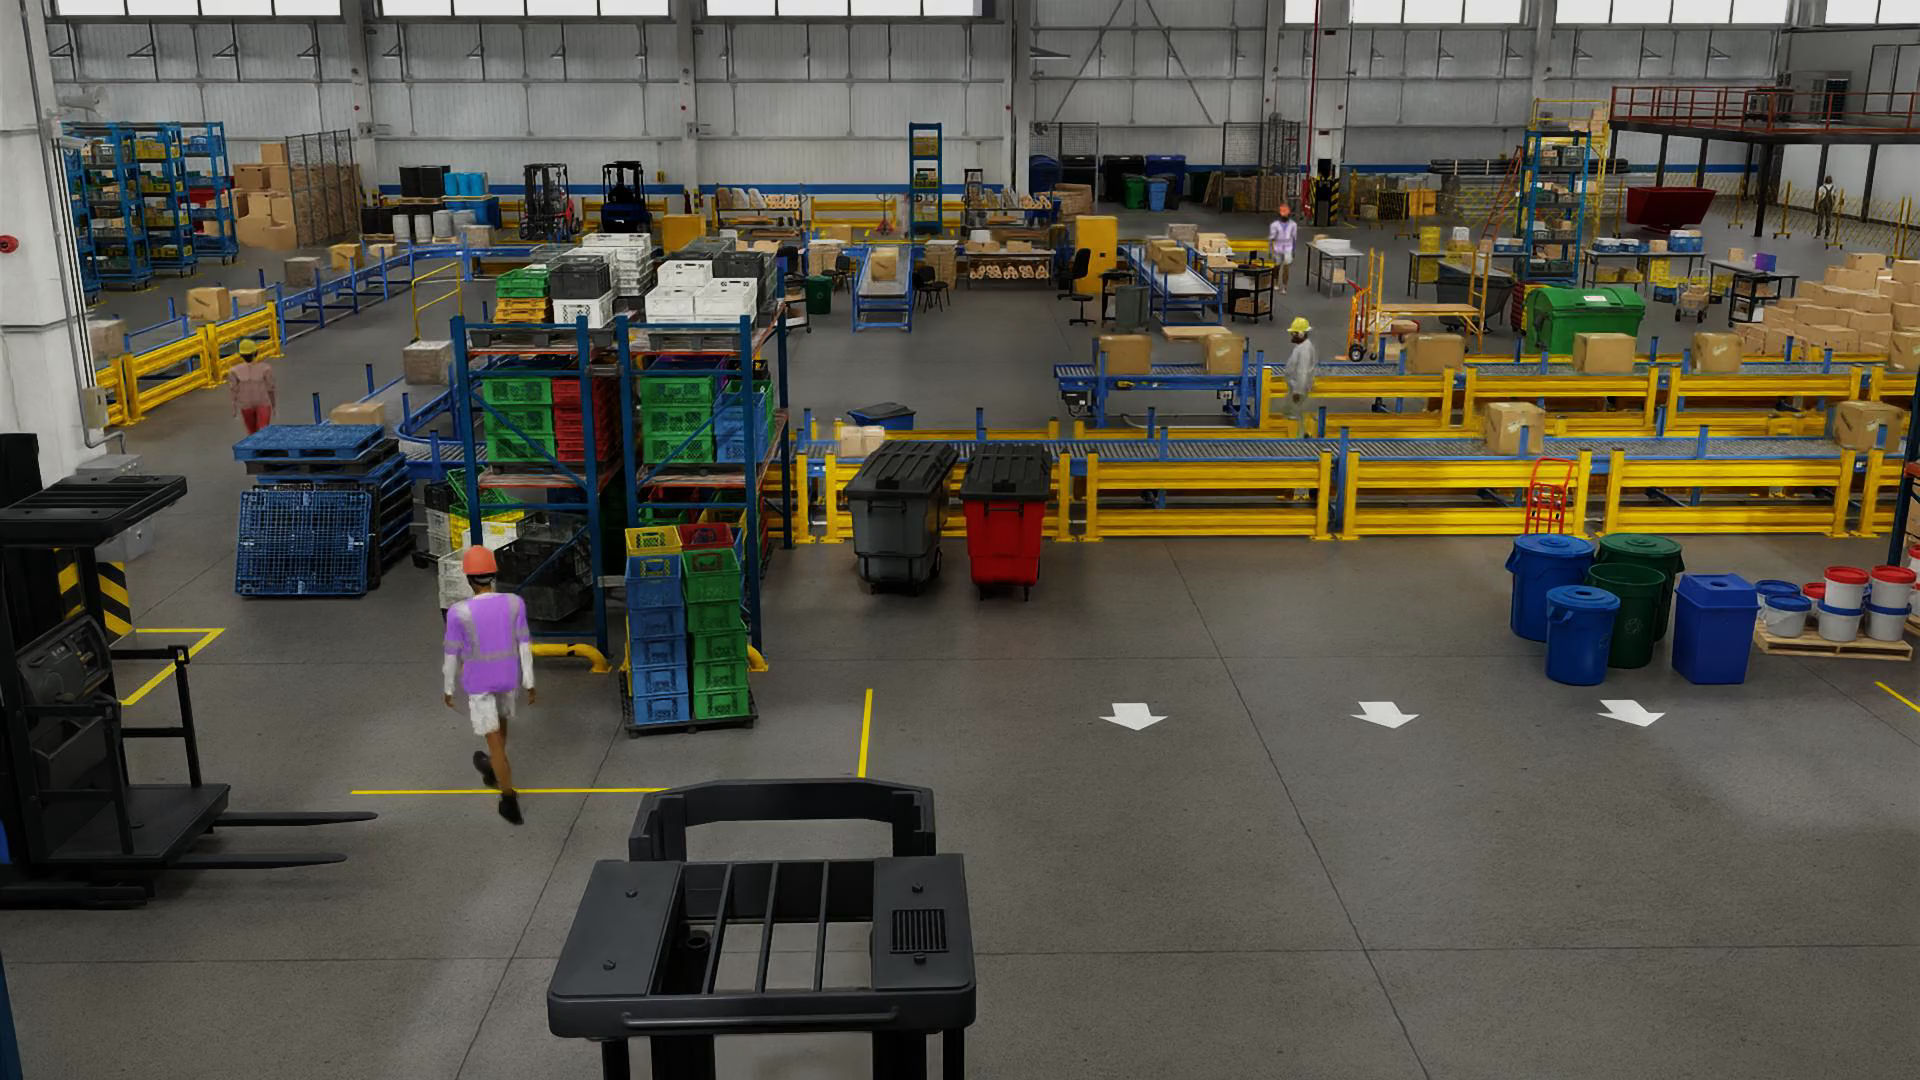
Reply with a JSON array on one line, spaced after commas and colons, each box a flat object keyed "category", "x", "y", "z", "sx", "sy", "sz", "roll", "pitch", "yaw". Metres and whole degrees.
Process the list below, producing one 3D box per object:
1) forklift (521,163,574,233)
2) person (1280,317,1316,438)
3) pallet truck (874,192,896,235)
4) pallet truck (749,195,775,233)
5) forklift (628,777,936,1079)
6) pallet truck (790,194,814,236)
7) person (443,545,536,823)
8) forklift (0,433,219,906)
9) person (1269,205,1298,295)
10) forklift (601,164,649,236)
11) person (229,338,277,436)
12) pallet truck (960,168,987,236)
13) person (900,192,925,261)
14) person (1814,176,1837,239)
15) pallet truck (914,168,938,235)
[{"category": "forklift", "x": -12.233, "y": -10.122, "z": 49.298, "sx": 1.157, "sy": 1.987, "sz": 2.680, "roll": 0, "pitch": 16, "yaw": -1}, {"category": "person", "x": 4.492, "y": -2.049, "z": 22.096, "sx": 0.423, "sy": 1.819, "sz": 0.598, "roll": 1, "pitch": 16, "yaw": 3}, {"category": "pallet truck", "x": -2.277, "y": -9.986, "z": 50.594, "sx": 0.653, "sy": 1.274, "sz": 1.630, "roll": 0, "pitch": 16, "yaw": -1}, {"category": "pallet truck", "x": -6.051, "y": -9.967, "z": 50.660, "sx": 0.680, "sy": 1.201, "sz": 1.601, "roll": 0, "pitch": 16, "yaw": -1}, {"category": "forklift", "x": -0.542, "y": 2.165, "z": 5.552, "sx": 1.129, "sy": 2.768, "sz": 1.873, "roll": -1, "pitch": 16, "yaw": -2}, {"category": "pallet truck", "x": -4.814, "y": -9.883, "z": 50.259, "sx": 0.704, "sy": 1.261, "sz": 1.522, "roll": -1, "pitch": 16, "yaw": -3}, {"category": "person", "x": -3.298, "y": 0.951, "z": 11.534, "sx": 0.572, "sy": 1.884, "sz": 0.972, "roll": -12, "pitch": 20, "yaw": -35}, {"category": "forklift", "x": -5.952, "y": 0.780, "z": 10.366, "sx": 1.873, "sy": 2.768, "sz": 1.129, "roll": 0, "pitch": 16, "yaw": -1}, {"category": "person", "x": 7.261, "y": -6.555, "z": 37.459, "sx": 0.616, "sy": 1.999, "sz": 1.038, "roll": 2, "pitch": 16, "yaw": 7}, {"category": "forklift", "x": -9.948, "y": -10.127, "z": 49.296, "sx": 1.157, "sy": 1.987, "sz": 2.680, "roll": -1, "pitch": 16, "yaw": -3}, {"category": "person", "x": -8.938, "y": -1.717, "z": 21.091, "sx": 0.532, "sy": 1.739, "sz": 0.795, "roll": -4, "pitch": 17, "yaw": -15}, {"category": "pallet truck", "x": 0.383, "y": -10.230, "z": 50.206, "sx": 0.823, "sy": 1.965, "sz": 1.885, "roll": -1, "pitch": 16, "yaw": -3}, {"category": "person", "x": -1.314, "y": -8.008, "z": 42.744, "sx": 0.980, "sy": 1.860, "sz": 0.659, "roll": -2, "pitch": 16, "yaw": -7}, {"category": "person", "x": 25.465, "y": -9.786, "z": 48.951, "sx": 0.506, "sy": 1.838, "sz": 0.351, "roll": 3, "pitch": 16, "yaw": 11}, {"category": "pallet truck", "x": -0.989, "y": -10.316, "z": 50.507, "sx": 0.823, "sy": 1.965, "sz": 1.885, "roll": 1, "pitch": 16, "yaw": 3}]
